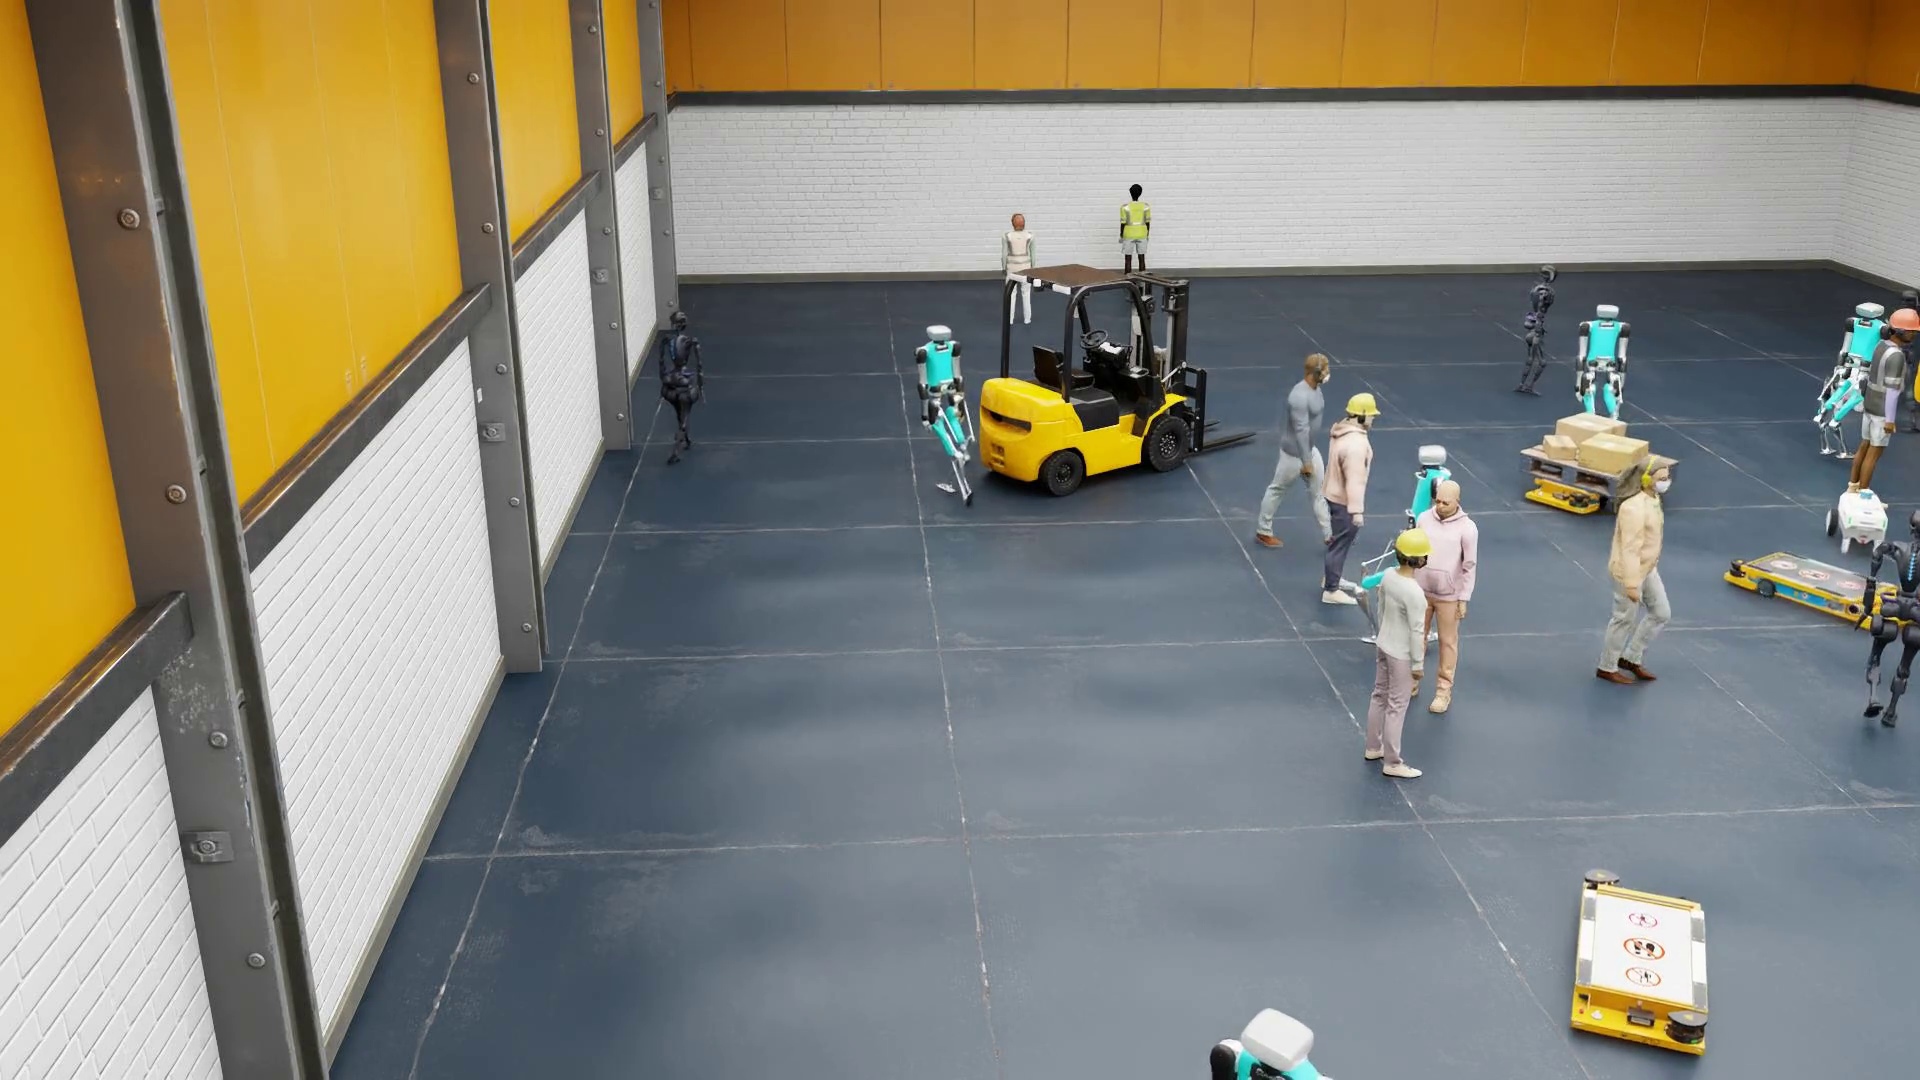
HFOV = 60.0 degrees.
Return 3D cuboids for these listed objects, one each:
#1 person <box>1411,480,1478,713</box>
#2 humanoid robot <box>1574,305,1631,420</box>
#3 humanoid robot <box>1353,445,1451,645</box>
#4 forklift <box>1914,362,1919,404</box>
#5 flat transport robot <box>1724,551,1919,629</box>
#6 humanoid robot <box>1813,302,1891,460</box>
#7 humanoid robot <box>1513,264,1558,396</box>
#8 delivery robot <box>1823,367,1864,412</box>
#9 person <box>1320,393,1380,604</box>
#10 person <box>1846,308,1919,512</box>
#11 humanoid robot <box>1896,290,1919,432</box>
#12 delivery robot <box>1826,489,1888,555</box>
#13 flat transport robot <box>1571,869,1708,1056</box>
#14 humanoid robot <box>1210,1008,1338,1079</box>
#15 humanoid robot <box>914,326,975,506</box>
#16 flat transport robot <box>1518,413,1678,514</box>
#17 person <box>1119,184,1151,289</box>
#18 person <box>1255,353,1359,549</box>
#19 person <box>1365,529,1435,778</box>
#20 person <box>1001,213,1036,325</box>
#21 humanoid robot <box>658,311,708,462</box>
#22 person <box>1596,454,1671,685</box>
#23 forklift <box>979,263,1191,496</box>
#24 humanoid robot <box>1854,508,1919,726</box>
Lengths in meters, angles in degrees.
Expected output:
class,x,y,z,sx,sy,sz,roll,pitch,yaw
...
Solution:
class,x,y,z,sx,sy,sz,roll,pitch,yaw
person,3.554,0.396,12.353,0.525,1.781,0.404,16,26,37
humanoid robot,6.913,-1.618,17.896,0.533,1.713,0.993,3,20,8
humanoid robot,3.479,0.106,13.211,0.955,1.751,0.541,1,20,4
forklift,12.602,-2.435,19.475,2.313,2.155,1.214,-1,20,-4
flat transport robot,7.498,0.425,14.468,0.659,0.231,1.431,-13,24,-31
humanoid robot,9.523,-1.693,17.914,0.735,1.677,0.533,-9,22,-24
humanoid robot,7.191,-2.627,20.749,0.380,1.645,0.613,8,22,20
delivery robot,10.911,-1.906,20.432,0.510,0.613,0.784,11,23,27
person,3.325,-0.363,14.322,0.442,1.857,0.823,2,20,6
person,9.251,-1.309,16.624,0.389,2.040,0.613,4,21,11
humanoid robot,11.016,-2.098,19.339,0.543,1.646,0.611,4,21,11
delivery robot,8.524,-0.183,15.736,0.499,0.611,0.812,8,21,20
flat transport robot,3.796,2.328,9.284,0.659,0.231,1.431,8,22,20
humanoid robot,1.033,2.726,6.235,0.538,1.902,0.754,13,24,32
humanoid robot,-0.035,-1.219,16.901,0.547,1.825,0.893,-13,24,-32
flat transport robot,6.541,-0.558,17.147,1.431,0.231,0.659,-15,25,-35
person,2.826,-4.906,26.918,0.531,1.697,0.320,-3,20,-8
person,3.232,-0.780,15.403,1.009,1.880,0.732,12,23,30
person,3.020,0.761,11.379,0.316,1.769,0.522,-4,21,-12
person,0.860,-3.984,24.482,0.513,1.645,0.307,-2,20,-4
humanoid robot,-3.066,-1.710,18.295,0.602,1.627,0.772,9,22,23
person,5.201,0.250,12.645,0.575,1.850,0.586,16,25,37
forklift,1.315,-1.764,17.646,2.313,2.155,1.214,-14,24,-33
humanoid robot,6.824,0.569,12.026,0.593,1.641,0.416,12,23,29
